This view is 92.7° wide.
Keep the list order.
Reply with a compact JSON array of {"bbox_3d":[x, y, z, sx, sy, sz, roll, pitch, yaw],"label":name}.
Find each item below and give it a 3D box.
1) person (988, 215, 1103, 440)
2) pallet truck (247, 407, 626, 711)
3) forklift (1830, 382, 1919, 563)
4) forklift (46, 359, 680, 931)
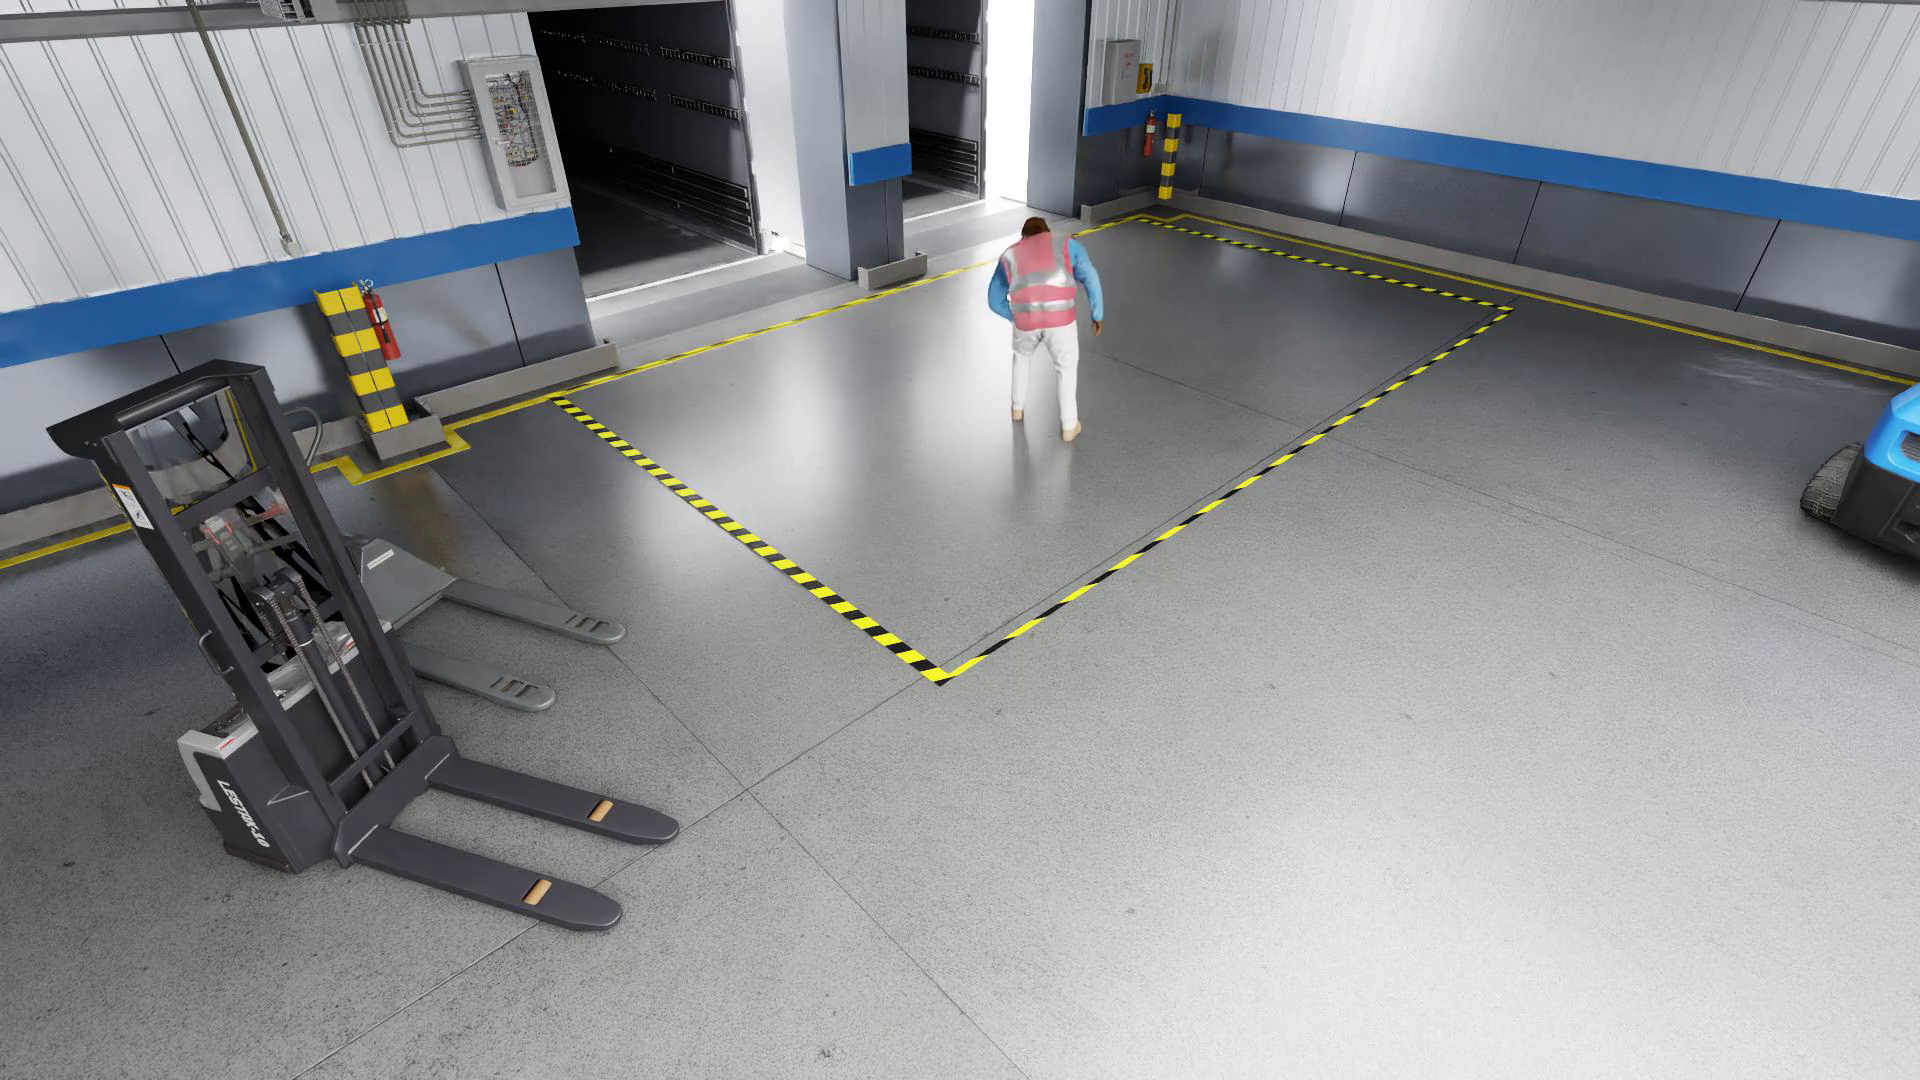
[{"bbox_3d":[0.634,-1.580,6.814,0.846,1.441,0.870,7,35,10],"label":"person"},{"bbox_3d":[-2.628,0.038,4.590,1.601,1.201,0.680,12,36,18],"label":"pallet truck"},{"bbox_3d":[6.611,-0.966,5.078,2.680,2.036,1.157,-12,36,-18],"label":"forklift"},{"bbox_3d":[-2.135,0.422,3.354,1.885,1.965,0.823,10,35,14],"label":"forklift"}]
